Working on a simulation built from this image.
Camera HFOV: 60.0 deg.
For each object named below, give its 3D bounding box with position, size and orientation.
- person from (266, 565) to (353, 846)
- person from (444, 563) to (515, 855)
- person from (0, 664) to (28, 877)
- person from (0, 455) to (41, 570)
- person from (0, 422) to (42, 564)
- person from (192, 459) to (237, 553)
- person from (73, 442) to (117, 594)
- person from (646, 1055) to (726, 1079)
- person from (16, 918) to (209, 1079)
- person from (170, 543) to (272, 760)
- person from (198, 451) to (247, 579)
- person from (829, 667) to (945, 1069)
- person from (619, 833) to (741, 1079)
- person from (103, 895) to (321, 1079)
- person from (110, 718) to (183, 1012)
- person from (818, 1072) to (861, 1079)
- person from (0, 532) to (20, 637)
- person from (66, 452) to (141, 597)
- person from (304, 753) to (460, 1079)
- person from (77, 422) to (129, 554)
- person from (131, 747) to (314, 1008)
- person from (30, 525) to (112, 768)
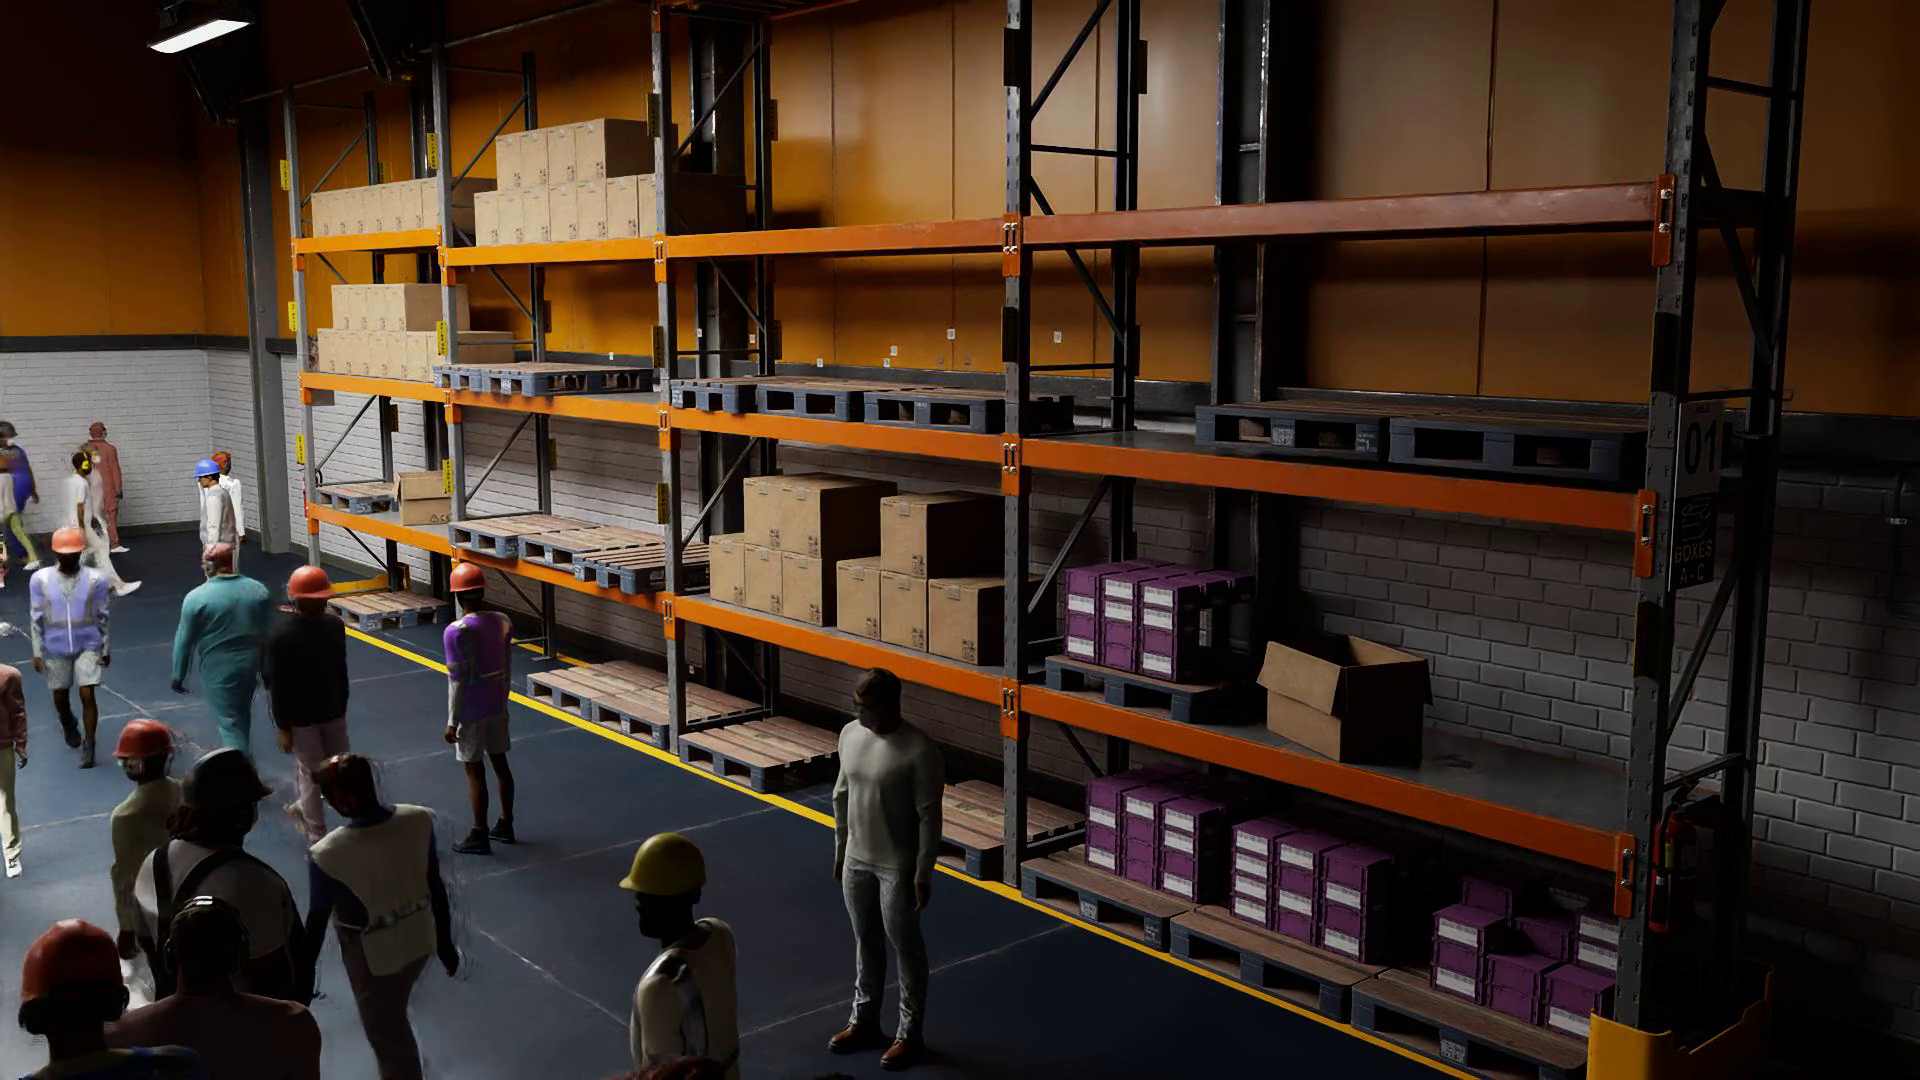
[{"bbox_3d":[-4.208,1.126,10.750,0.548,1.976,0.606,5,9,30],"label":"person"},{"bbox_3d":[-3.197,1.111,10.999,0.376,1.932,0.543,5,9,30],"label":"person"},{"bbox_3d":[-6.148,1.336,10.468,0.504,1.631,0.280,-3,9,-20],"label":"person"},{"bbox_3d":[-12.903,-0.364,22.471,0.881,1.588,0.511,0,8,-1],"label":"person"},{"bbox_3d":[-13.242,-0.691,23.147,1.012,2.000,0.694,2,8,14],"label":"person"},{"bbox_3d":[-8.124,0.080,18.182,0.419,1.933,0.618,-2,9,-16],"label":"person"},{"bbox_3d":[-10.808,-0.256,20.621,0.784,1.911,0.645,-2,8,-15],"label":"person"},{"bbox_3d":[-0.701,2.174,4.025,1.023,1.839,0.601,-5,9,-29],"label":"person"},{"bbox_3d":[-2.291,2.005,4.446,0.626,2.033,0.571,-6,10,-36],"label":"person"},{"bbox_3d":[-5.467,0.952,12.278,0.829,1.871,0.673,6,10,36],"label":"person"},{"bbox_3d":[-8.729,-0.112,19.714,0.574,1.876,0.354,2,8,14],"label":"person"},{"bbox_3d":[-0.363,1.547,7.968,0.627,1.934,0.371,6,10,37],"label":"person"},{"bbox_3d":[-0.918,1.906,5.489,0.386,1.927,0.589,2,8,12],"label":"person"},{"bbox_3d":[-2.173,1.986,4.893,0.637,1.938,0.355,-2,8,-14],"label":"person"},{"bbox_3d":[-3.737,1.681,7.708,0.375,1.734,0.585,2,8,11],"label":"person"},{"bbox_3d":[-0.190,2.164,3.686,0.709,1.937,0.395,6,10,34],"label":"person"},{"bbox_3d":[-10.684,0.204,18.115,0.952,1.702,0.575,2,8,14],"label":"person"},{"bbox_3d":[-10.624,-0.162,20.258,0.495,1.809,0.988,7,11,42],"label":"person"},{"bbox_3d":[-2.467,1.755,6.964,0.597,1.808,0.620,4,9,27],"label":"person"},{"bbox_3d":[-12.376,-0.753,24.025,0.644,1.913,0.408,2,8,11],"label":"person"},{"bbox_3d":[-2.660,1.753,6.161,0.684,2.000,0.538,4,9,28],"label":"person"},{"bbox_3d":[-6.989,0.813,13.109,0.575,1.922,0.679,-4,9,-23],"label":"person"}]
